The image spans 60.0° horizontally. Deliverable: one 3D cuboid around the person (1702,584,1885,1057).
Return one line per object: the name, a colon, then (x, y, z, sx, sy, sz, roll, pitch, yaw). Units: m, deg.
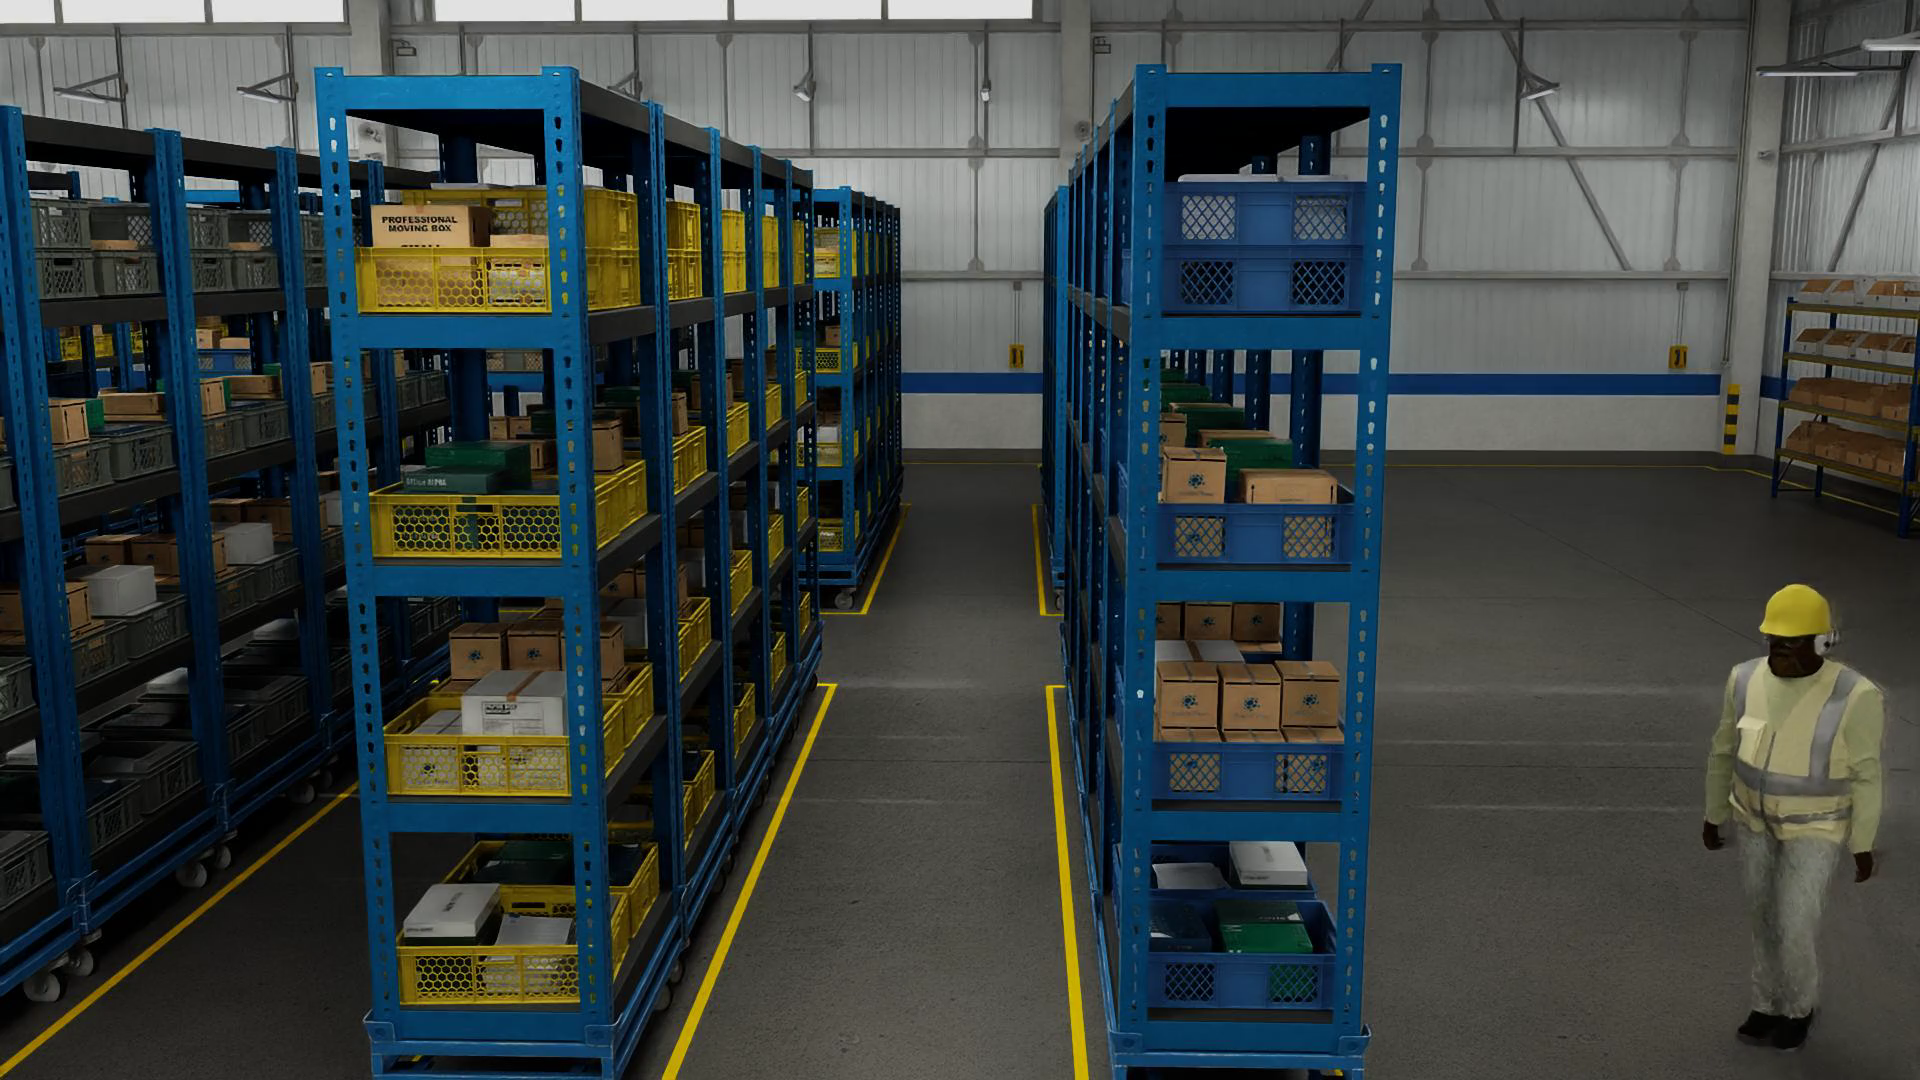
person: (3.120, 1.062, 6.308, 0.458, 1.817, 0.624, -6, 12, -33)
